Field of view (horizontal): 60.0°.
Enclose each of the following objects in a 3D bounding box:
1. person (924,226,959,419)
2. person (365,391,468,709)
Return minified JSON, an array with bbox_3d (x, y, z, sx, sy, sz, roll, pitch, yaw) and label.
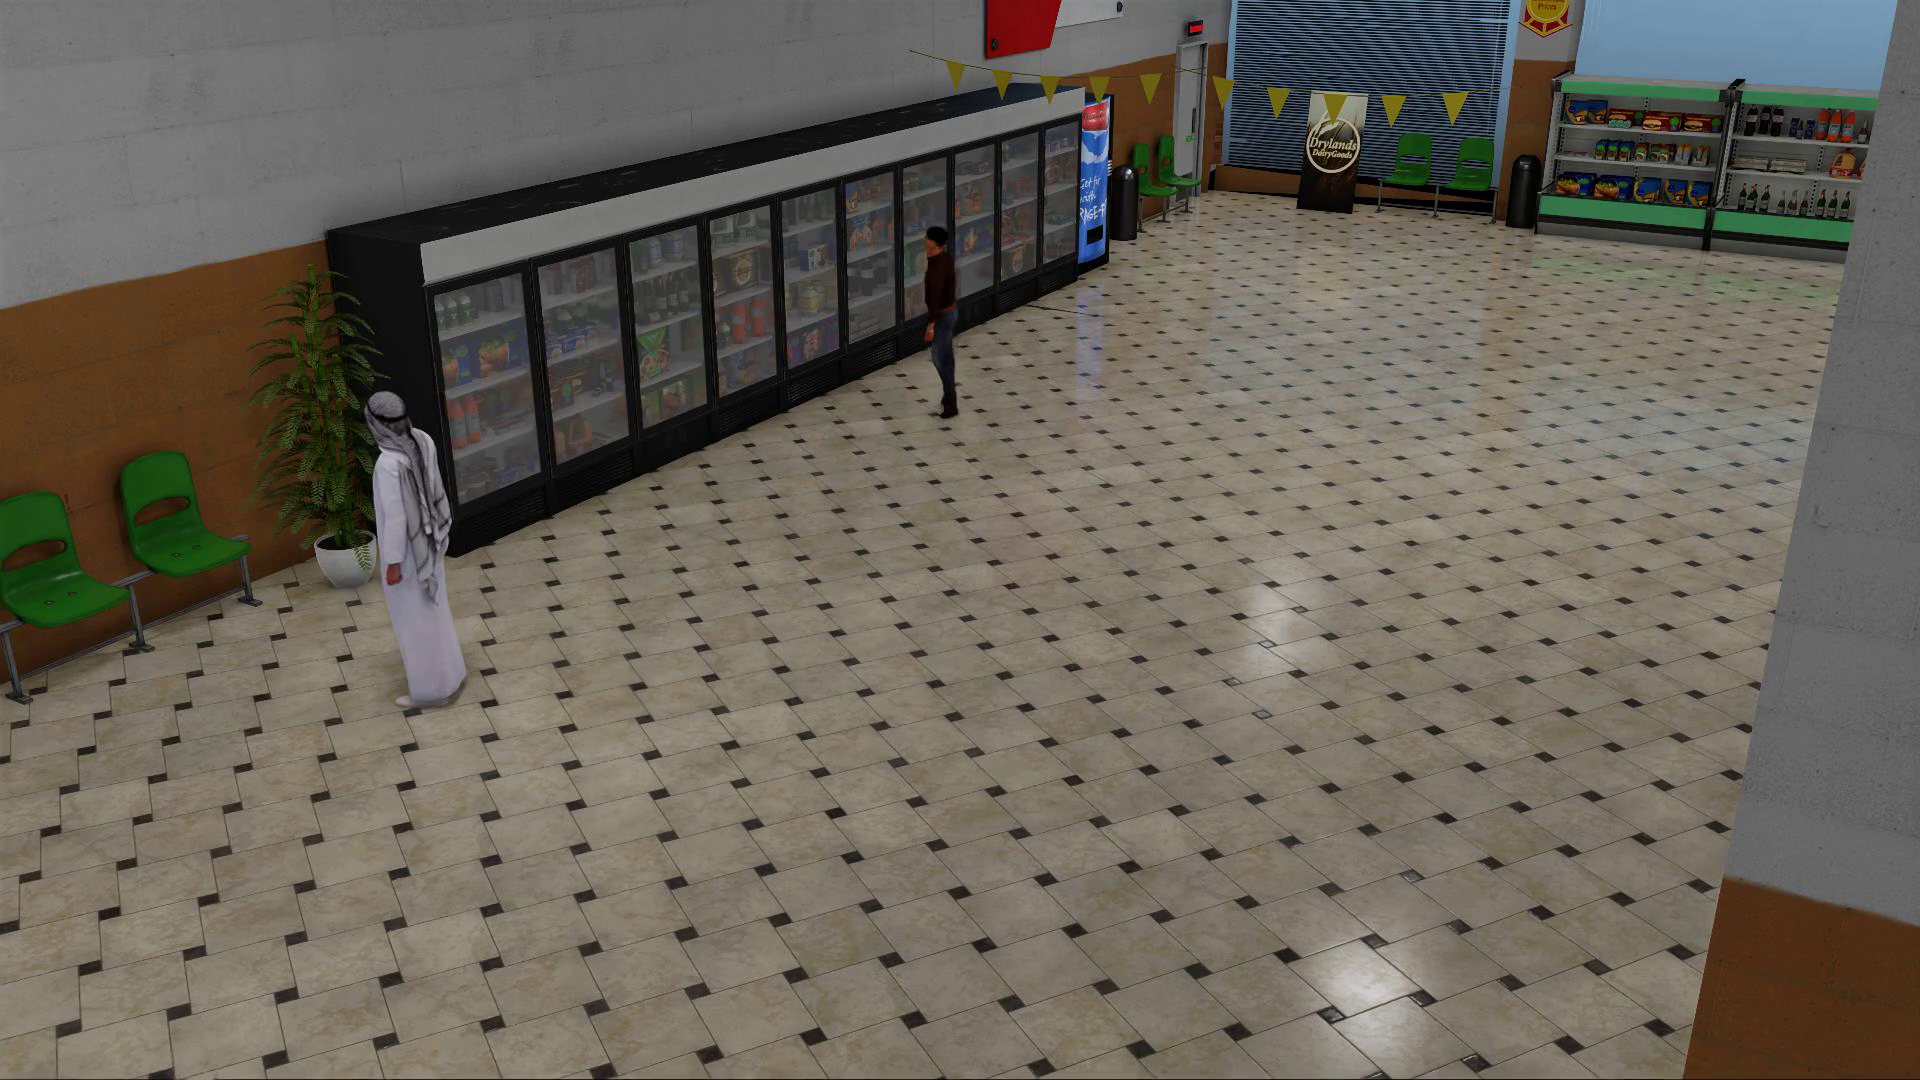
[{"bbox_3d":[-0.130,-2.004,15.059,0.732,1.748,0.815,8,23,18],"label":"person"},{"bbox_3d":[-3.194,0.054,9.699,0.765,1.925,0.785,3,22,6],"label":"person"}]
